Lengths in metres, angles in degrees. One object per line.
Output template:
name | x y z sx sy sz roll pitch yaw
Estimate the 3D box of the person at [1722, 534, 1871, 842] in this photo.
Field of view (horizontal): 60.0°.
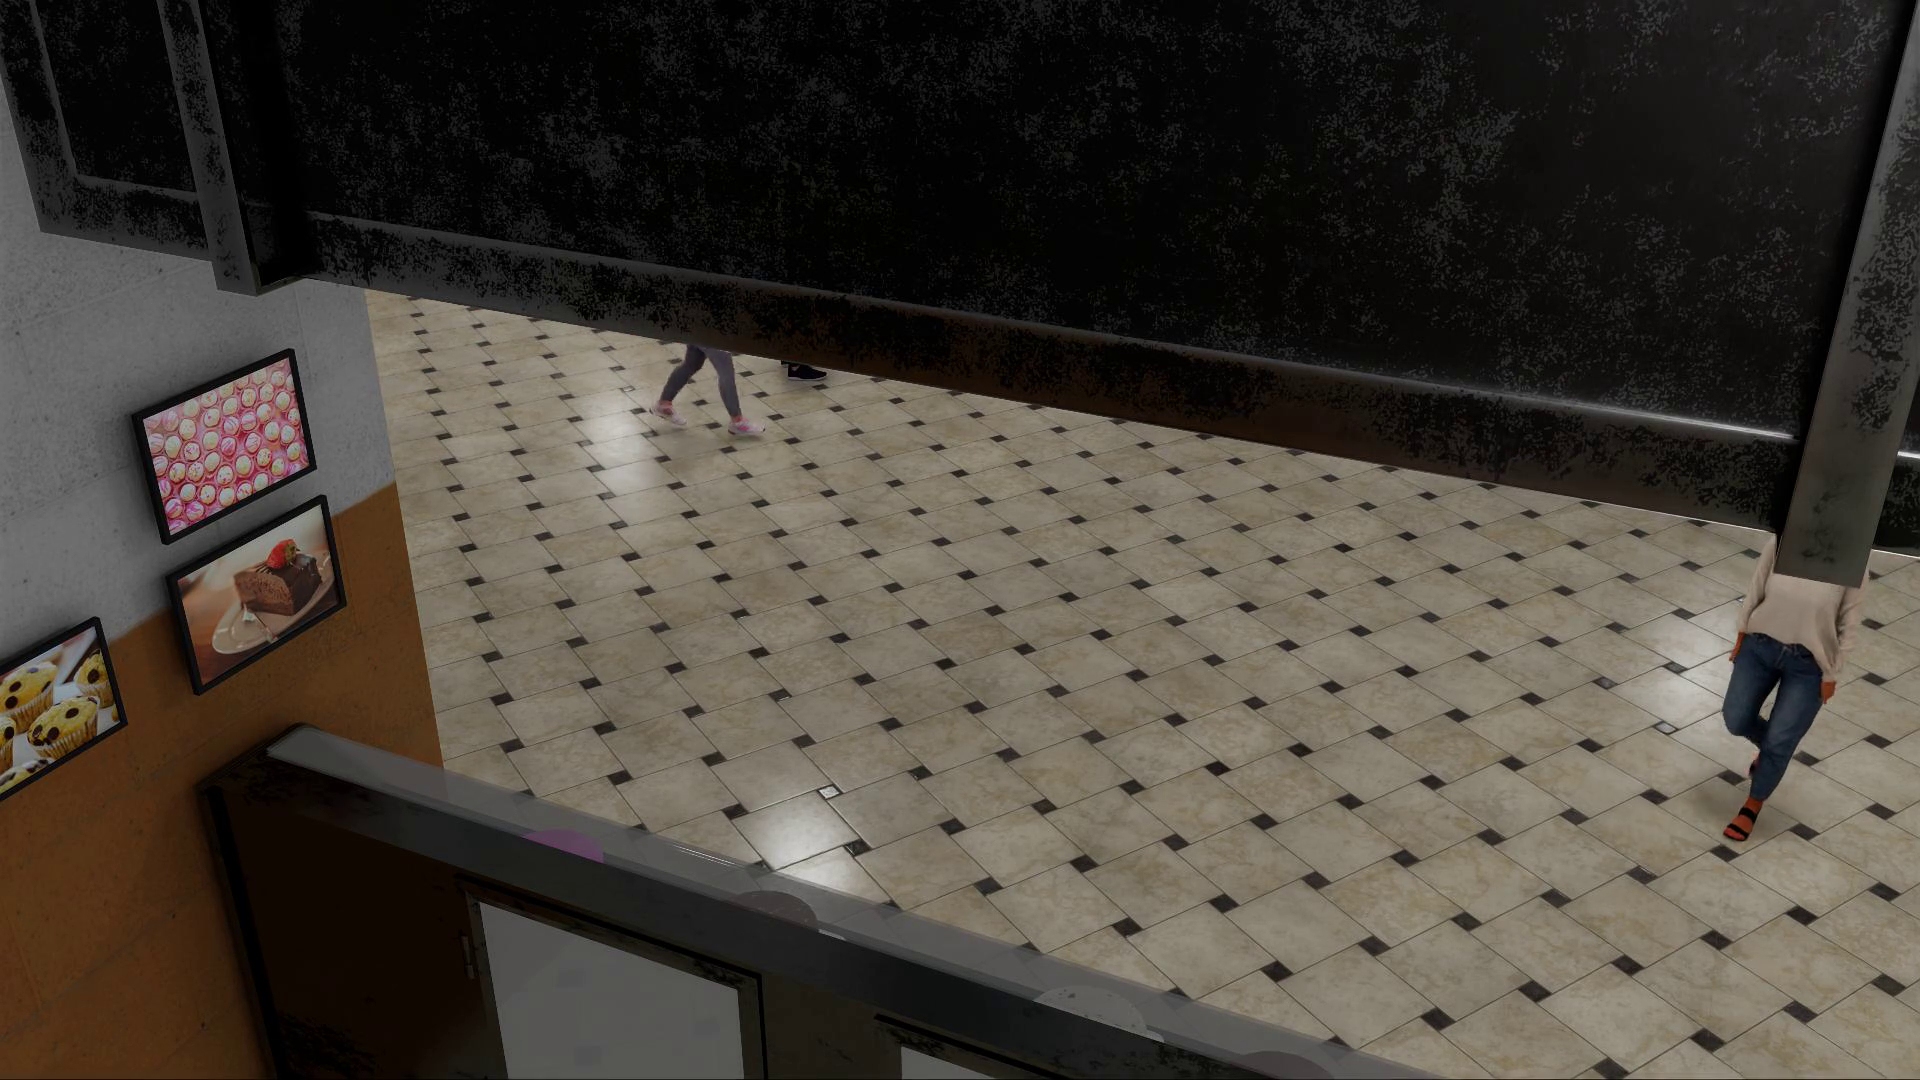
person | 3.574 0.485 7.110 0.878 1.674 0.787 -21 34 -35
